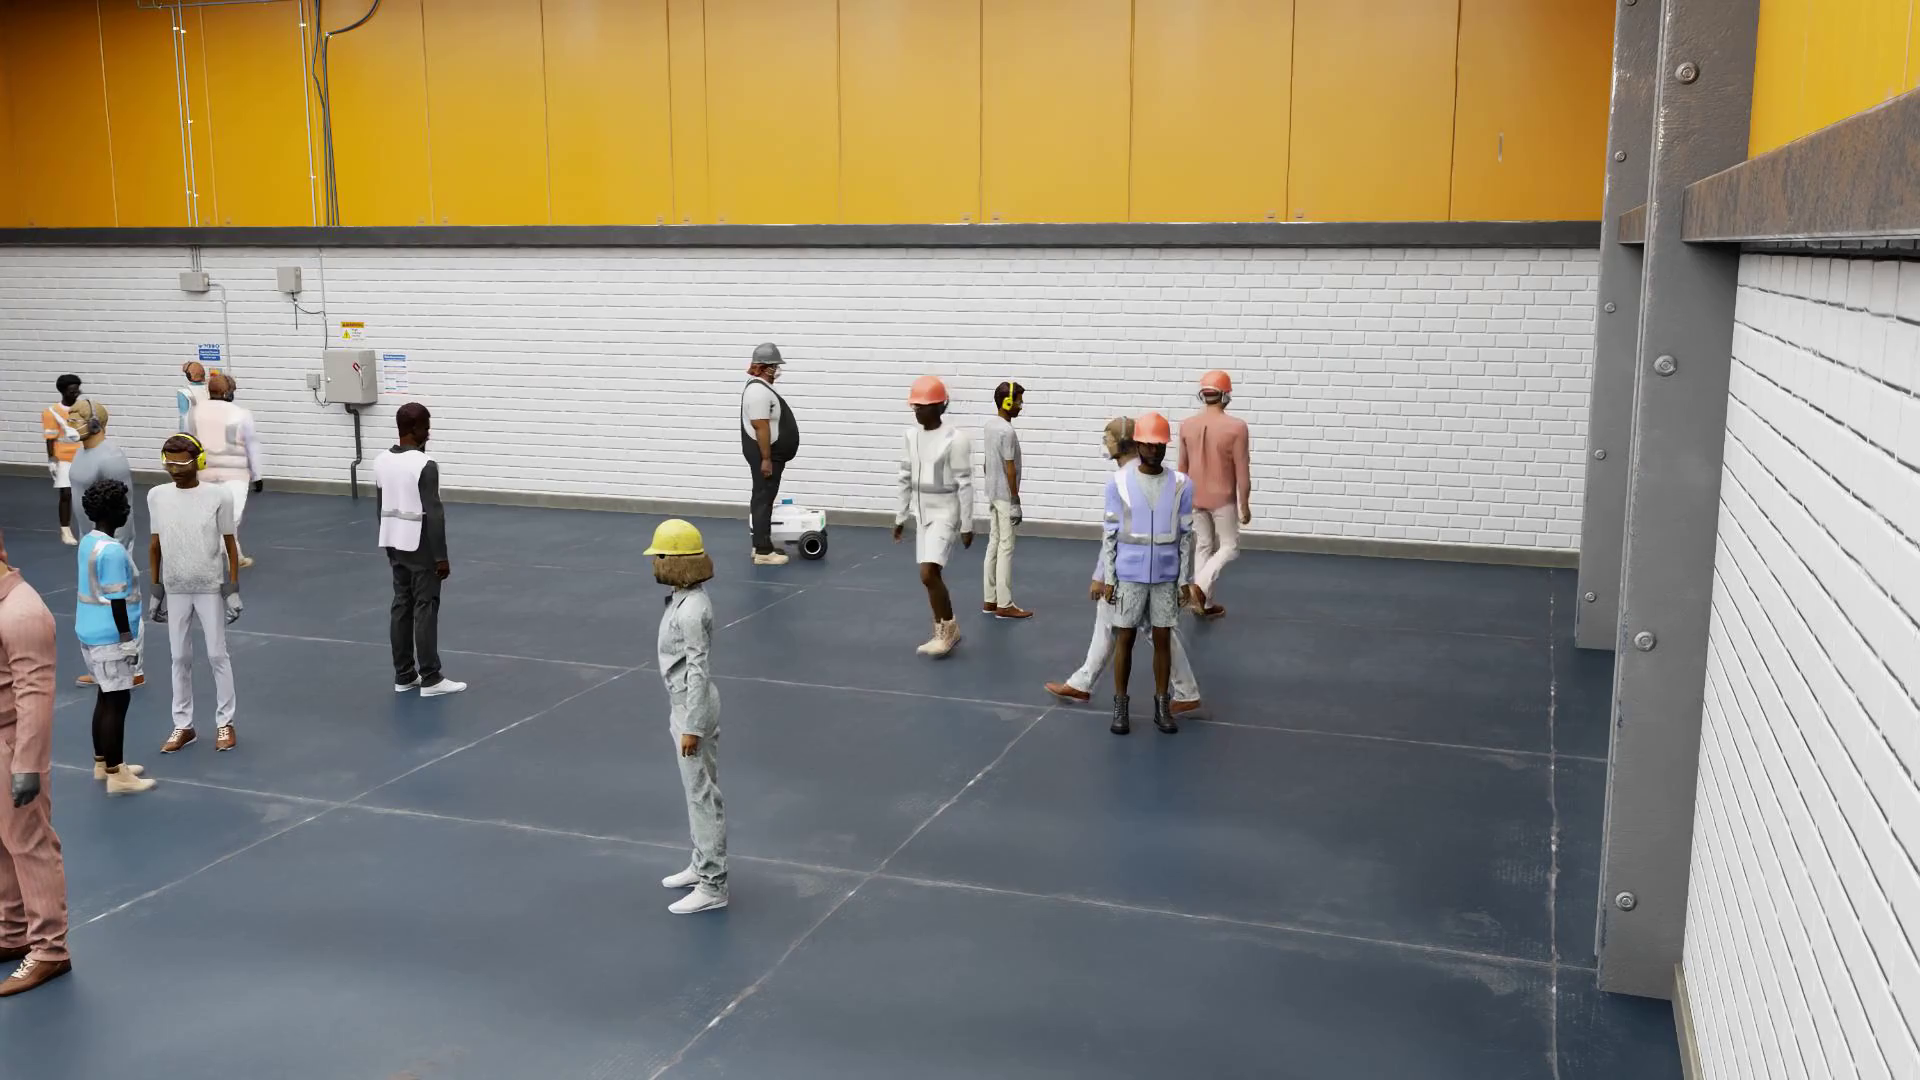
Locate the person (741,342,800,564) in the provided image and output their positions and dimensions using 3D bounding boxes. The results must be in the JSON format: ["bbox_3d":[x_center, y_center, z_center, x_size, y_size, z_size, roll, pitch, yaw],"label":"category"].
[{"bbox_3d":[-1.751,-0.810,15.384,0.537,2.000,0.689,-2,10,-9],"label":"person"}]

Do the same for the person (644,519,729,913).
[{"bbox_3d":[-1.206,0.768,7.329,0.323,1.743,0.489,-2,10,-12],"label":"person"}]

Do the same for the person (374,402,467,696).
[{"bbox_3d":[-3.551,0.076,10.820,0.587,1.890,0.392,7,12,34],"label":"person"}]

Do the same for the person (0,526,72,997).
[{"bbox_3d":[-3.806,0.828,6.551,0.639,1.904,0.409,7,12,36],"label":"person"}]

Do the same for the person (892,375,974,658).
[{"bbox_3d":[-0.192,-0.153,11.731,0.510,2.026,0.608,-8,13,-38],"label":"person"}]

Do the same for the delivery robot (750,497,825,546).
[{"bbox_3d":[-1.620,-0.156,15.621,0.707,0.478,0.477,-1,10,-4],"label":"delivery robot"}]

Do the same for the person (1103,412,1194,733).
[{"bbox_3d":[1.128,0.200,9.972,0.545,1.942,0.349,0,10,-3],"label":"person"}]

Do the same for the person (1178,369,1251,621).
[{"bbox_3d":[1.907,-0.320,12.808,0.632,1.972,0.622,9,13,41],"label":"person"}]

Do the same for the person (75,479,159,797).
[{"bbox_3d":[-4.552,0.514,8.921,0.321,1.693,0.538,-8,13,-37],"label":"person"}]

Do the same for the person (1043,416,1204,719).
[{"bbox_3d":[1.059,0.171,10.330,1.048,1.882,0.655,2,10,13],"label":"person"}]

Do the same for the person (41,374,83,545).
[{"bbox_3d":[-8.677,-0.786,16.260,0.370,1.682,0.548,6,12,31],"label":"person"}]

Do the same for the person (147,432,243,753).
[{"bbox_3d":[-4.424,0.305,9.613,0.518,1.861,0.328,-1,10,-6],"label":"person"}]

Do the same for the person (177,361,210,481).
[{"bbox_3d":[-8.462,-1.167,18.521,0.308,1.640,0.511,5,11,24],"label":"person"}]

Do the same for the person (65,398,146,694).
[{"bbox_3d":[-5.597,0.041,10.874,0.627,1.941,0.374,9,14,43],"label":"person"}]

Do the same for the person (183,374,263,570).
[{"bbox_3d":[-6.522,-0.557,14.666,0.629,1.806,0.916,1,10,6],"label":"person"}]

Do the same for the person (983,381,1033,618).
[{"bbox_3d":[0.357,-0.312,13.104,0.328,1.856,0.521,-4,11,-22],"label":"person"}]
